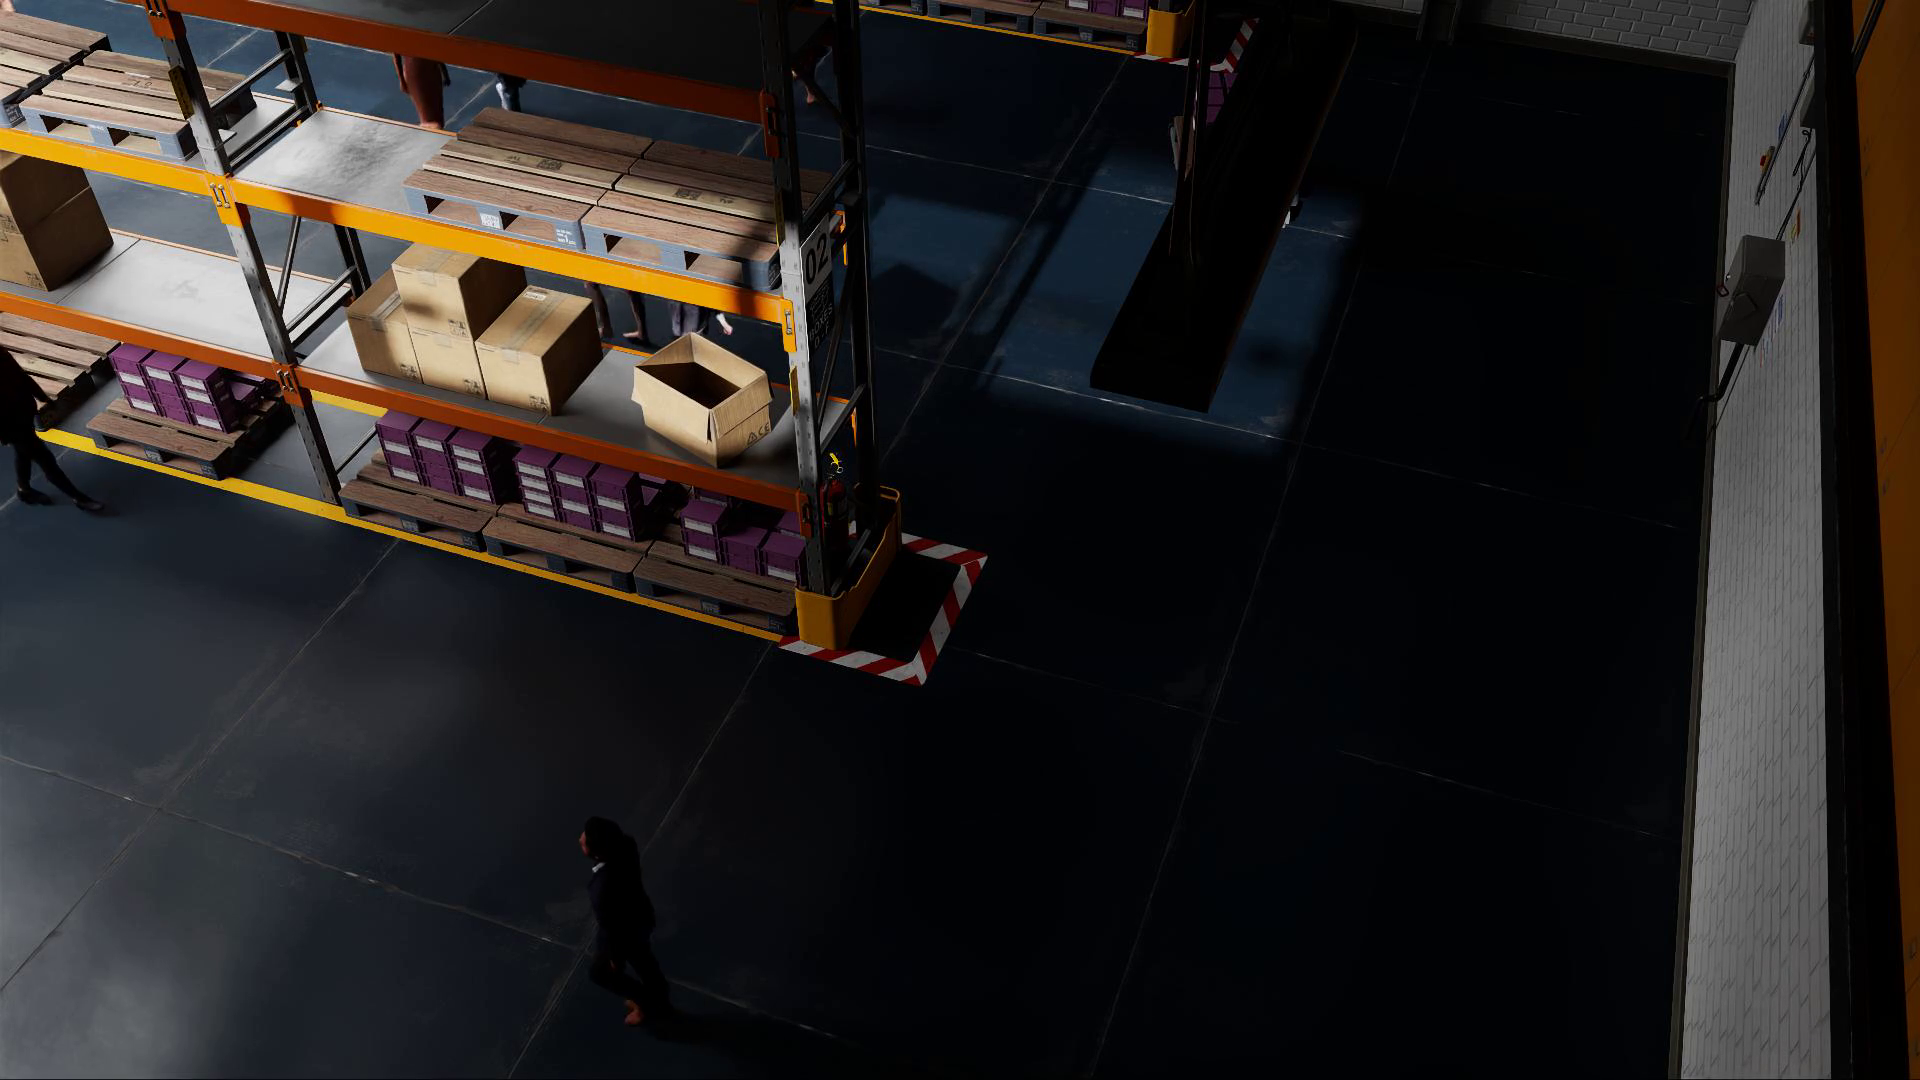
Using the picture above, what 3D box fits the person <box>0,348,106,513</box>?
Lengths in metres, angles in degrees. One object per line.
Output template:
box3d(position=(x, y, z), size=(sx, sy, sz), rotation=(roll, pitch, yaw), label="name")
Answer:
box3d(position=(-6.826, -0.859, 11.910), size=(1.009, 1.623, 0.778), rotation=(2, 44, 2), label="person")

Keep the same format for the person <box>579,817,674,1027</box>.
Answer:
box3d(position=(-1.682, 2.060, 8.782), size=(0.684, 1.711, 0.720), rotation=(4, 44, 4), label="person")

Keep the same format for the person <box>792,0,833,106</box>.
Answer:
box3d(position=(-1.604, -4.950, 16.265), size=(0.898, 1.540, 0.724), rotation=(-2, 44, -2), label="person")
